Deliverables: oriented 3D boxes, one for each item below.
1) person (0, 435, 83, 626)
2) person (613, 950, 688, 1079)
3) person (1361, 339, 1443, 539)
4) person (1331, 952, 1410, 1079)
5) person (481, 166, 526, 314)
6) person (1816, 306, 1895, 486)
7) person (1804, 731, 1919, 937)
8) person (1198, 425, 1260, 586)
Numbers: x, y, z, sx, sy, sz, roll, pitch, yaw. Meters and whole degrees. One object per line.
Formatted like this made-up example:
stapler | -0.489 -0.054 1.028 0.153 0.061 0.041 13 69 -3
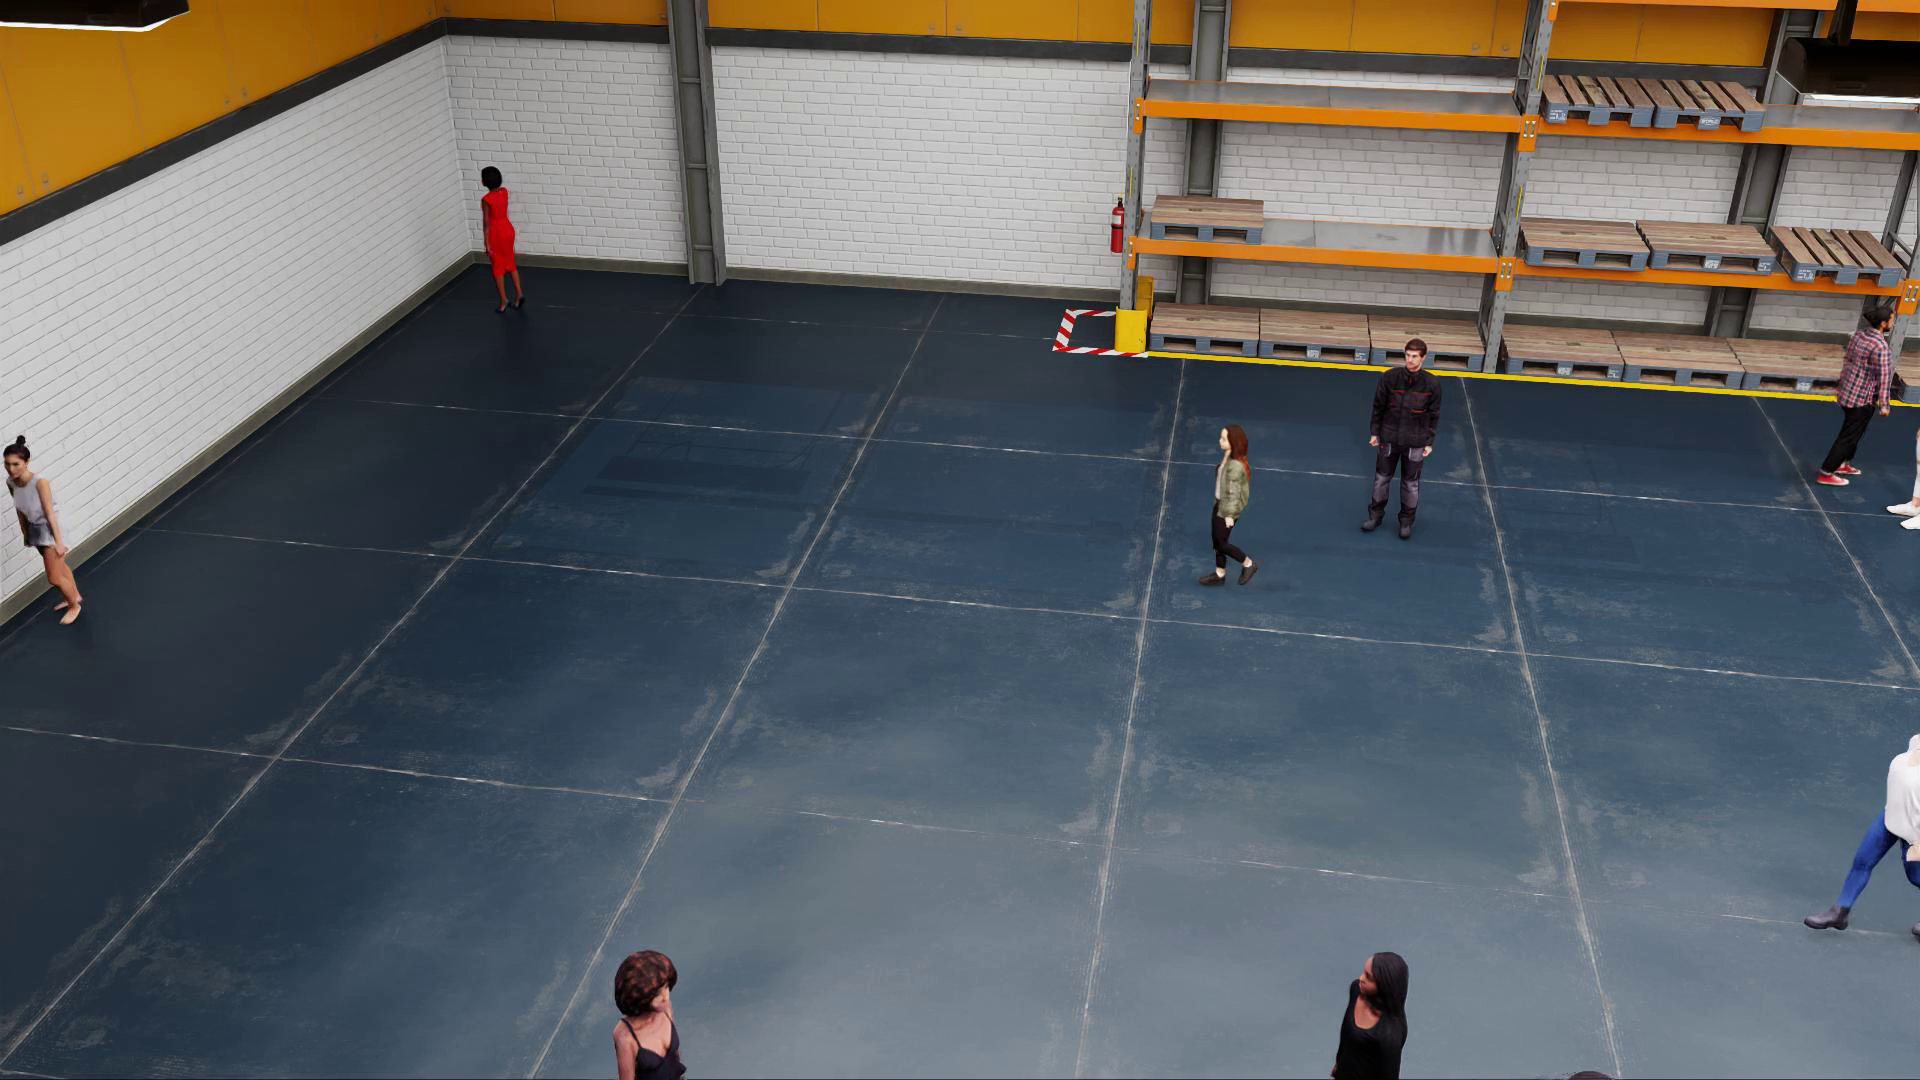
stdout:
person | -7.248 -0.083 13.295 0.651 1.603 0.766 17 33 28
person | -1.545 2.696 8.024 0.886 1.773 0.726 16 32 27
person | 3.882 -0.897 14.542 0.607 1.838 0.838 12 31 21
person | 1.971 2.680 8.108 0.624 1.720 0.673 -5 29 -10
person | -5.326 -3.513 19.439 0.665 1.741 0.654 13 31 23
person | 8.260 -1.323 15.416 0.772 1.749 0.748 2 29 3
person | 5.736 1.740 9.907 1.148 1.647 0.753 0 29 -1
person | 2.277 -0.261 13.762 0.778 1.468 0.684 -1 29 -3
